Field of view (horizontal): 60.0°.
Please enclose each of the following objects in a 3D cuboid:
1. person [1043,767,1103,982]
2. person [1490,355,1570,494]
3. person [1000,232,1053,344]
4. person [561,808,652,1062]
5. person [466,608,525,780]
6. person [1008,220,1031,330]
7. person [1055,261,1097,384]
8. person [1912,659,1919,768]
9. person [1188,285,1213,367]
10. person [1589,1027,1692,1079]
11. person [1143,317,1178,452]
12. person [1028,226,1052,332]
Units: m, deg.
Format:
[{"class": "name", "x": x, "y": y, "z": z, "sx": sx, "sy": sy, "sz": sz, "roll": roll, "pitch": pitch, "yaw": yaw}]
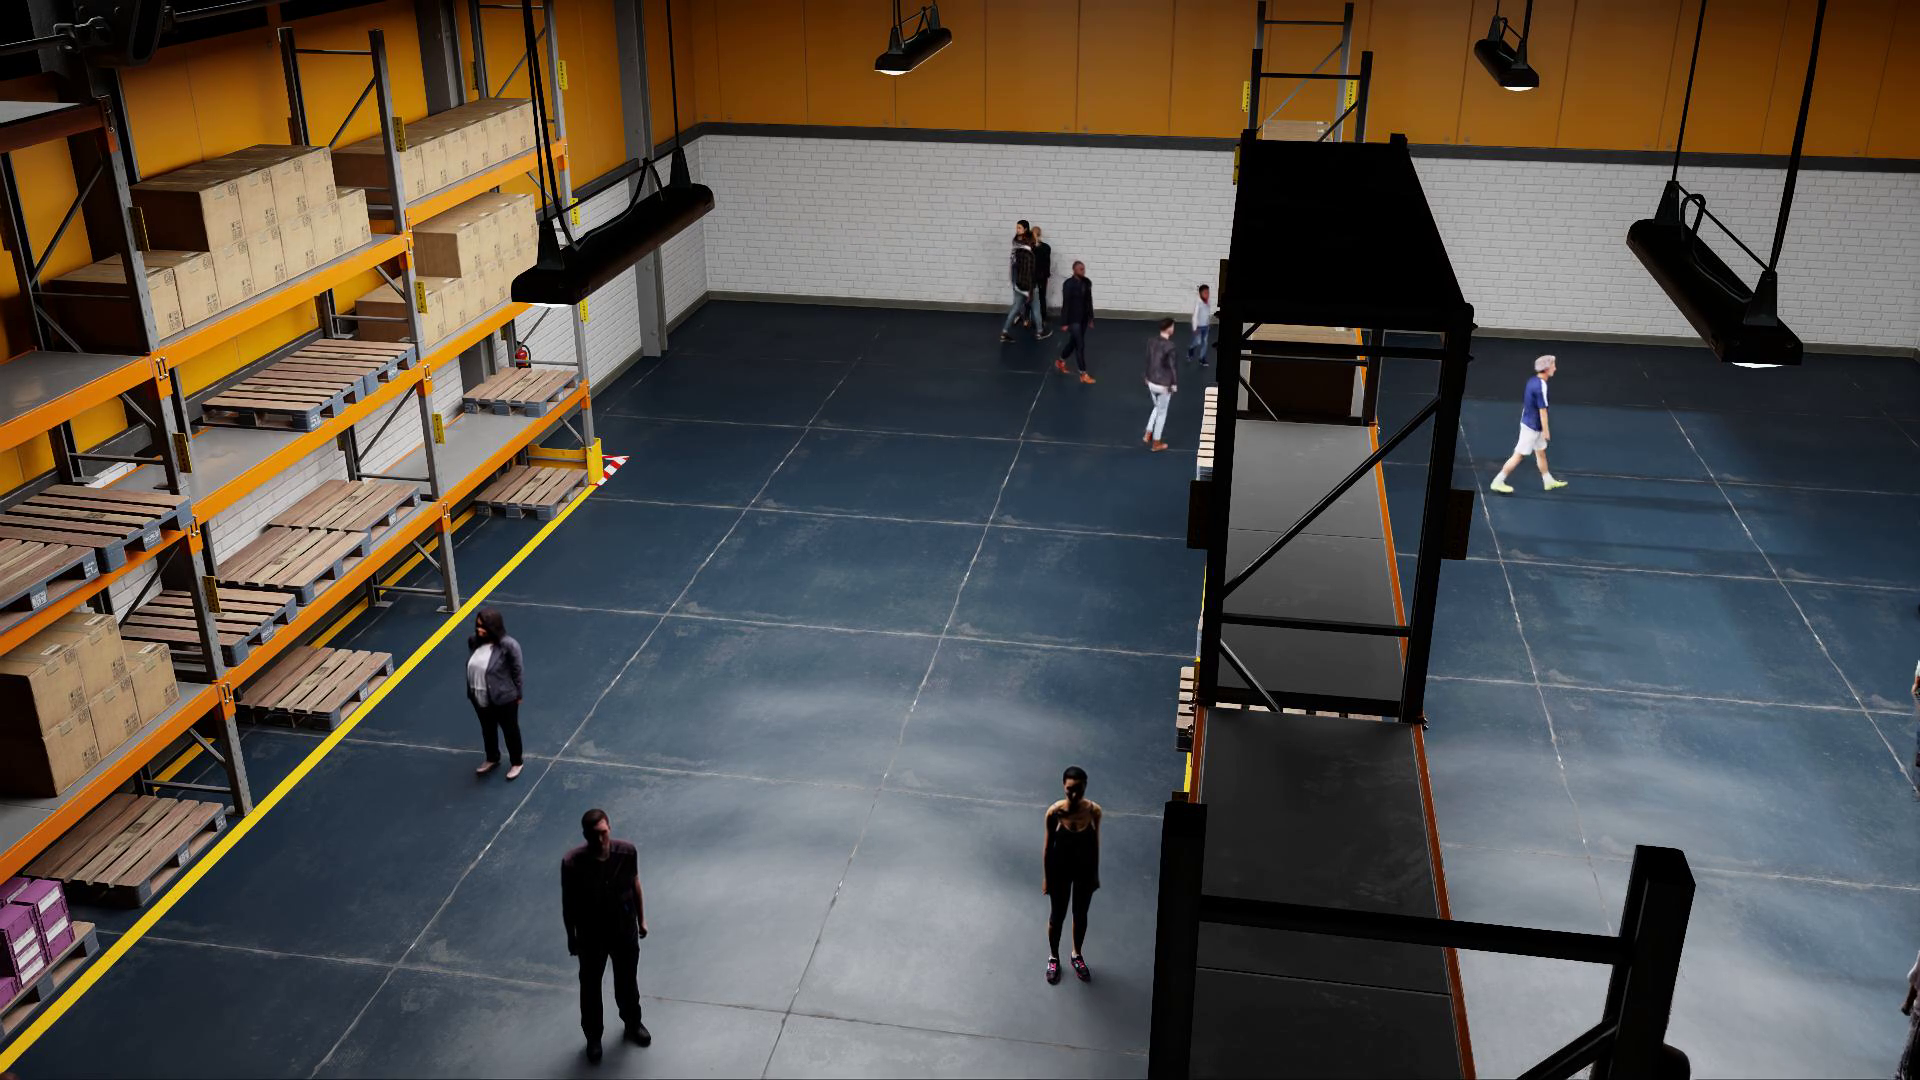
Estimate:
[{"class": "person", "x": 0.806, "y": 2.386, "z": 11.955, "sx": 0.634, "sy": 1.729, "sz": 0.622, "roll": -3, "pitch": 24, "yaw": -6}, {"class": "person", "x": 6.979, "y": -1.389, "z": 20.518, "sx": 0.750, "sy": 1.787, "sz": 1.132, "roll": 3, "pitch": 24, "yaw": 6}, {"class": "person", "x": 0.957, "y": -3.965, "z": 26.425, "sx": 1.286, "sy": 1.775, "sz": 1.210, "roll": -16, "pitch": 28, "yaw": -32}, {"class": "person", "x": -2.399, "y": 2.628, "z": 11.254, "sx": 0.794, "sy": 1.846, "sz": 0.822, "roll": -12, "pitch": 26, "yaw": -26}, {"class": "person", "x": -4.059, "y": 1.331, "z": 14.532, "sx": 0.707, "sy": 1.597, "sz": 0.696, "roll": 8, "pitch": 25, "yaw": 17}, {"class": "person", "x": 1.017, "y": -4.379, "z": 27.346, "sx": 0.643, "sy": 1.797, "sz": 0.643, "roll": 19, "pitch": 30, "yaw": 37}, {"class": "person", "x": 1.689, "y": -3.278, "z": 24.845, "sx": 1.205, "sy": 1.782, "sz": 1.187, "roll": -21, "pitch": 31, "yaw": -39}, {"class": "person", "x": 8.584, "y": 1.309, "z": 14.530, "sx": 0.753, "sy": 1.640, "sz": 0.904, "roll": 13, "pitch": 27, "yaw": 28}, {"class": "person", "x": 3.692, "y": -3.325, "z": 25.611, "sx": 0.671, "sy": 1.255, "sz": 0.749, "roll": -12, "pitch": 26, "yaw": -25}, {"class": "person", "x": 3.859, "y": 3.375, "z": 9.530, "sx": 0.837, "sy": 1.858, "sz": 1.319, "roll": 8, "pitch": 25, "yaw": 18}, {"class": "person", "x": 2.584, "y": -2.035, "z": 21.949, "sx": 0.841, "sy": 1.824, "sz": 0.793, "roll": -18, "pitch": 29, "yaw": -35}, {"class": "person", "x": 1.261, "y": -4.285, "z": 27.247, "sx": 0.649, "sy": 1.704, "sz": 0.595, "roll": -1, "pitch": 24, "yaw": -3}]
